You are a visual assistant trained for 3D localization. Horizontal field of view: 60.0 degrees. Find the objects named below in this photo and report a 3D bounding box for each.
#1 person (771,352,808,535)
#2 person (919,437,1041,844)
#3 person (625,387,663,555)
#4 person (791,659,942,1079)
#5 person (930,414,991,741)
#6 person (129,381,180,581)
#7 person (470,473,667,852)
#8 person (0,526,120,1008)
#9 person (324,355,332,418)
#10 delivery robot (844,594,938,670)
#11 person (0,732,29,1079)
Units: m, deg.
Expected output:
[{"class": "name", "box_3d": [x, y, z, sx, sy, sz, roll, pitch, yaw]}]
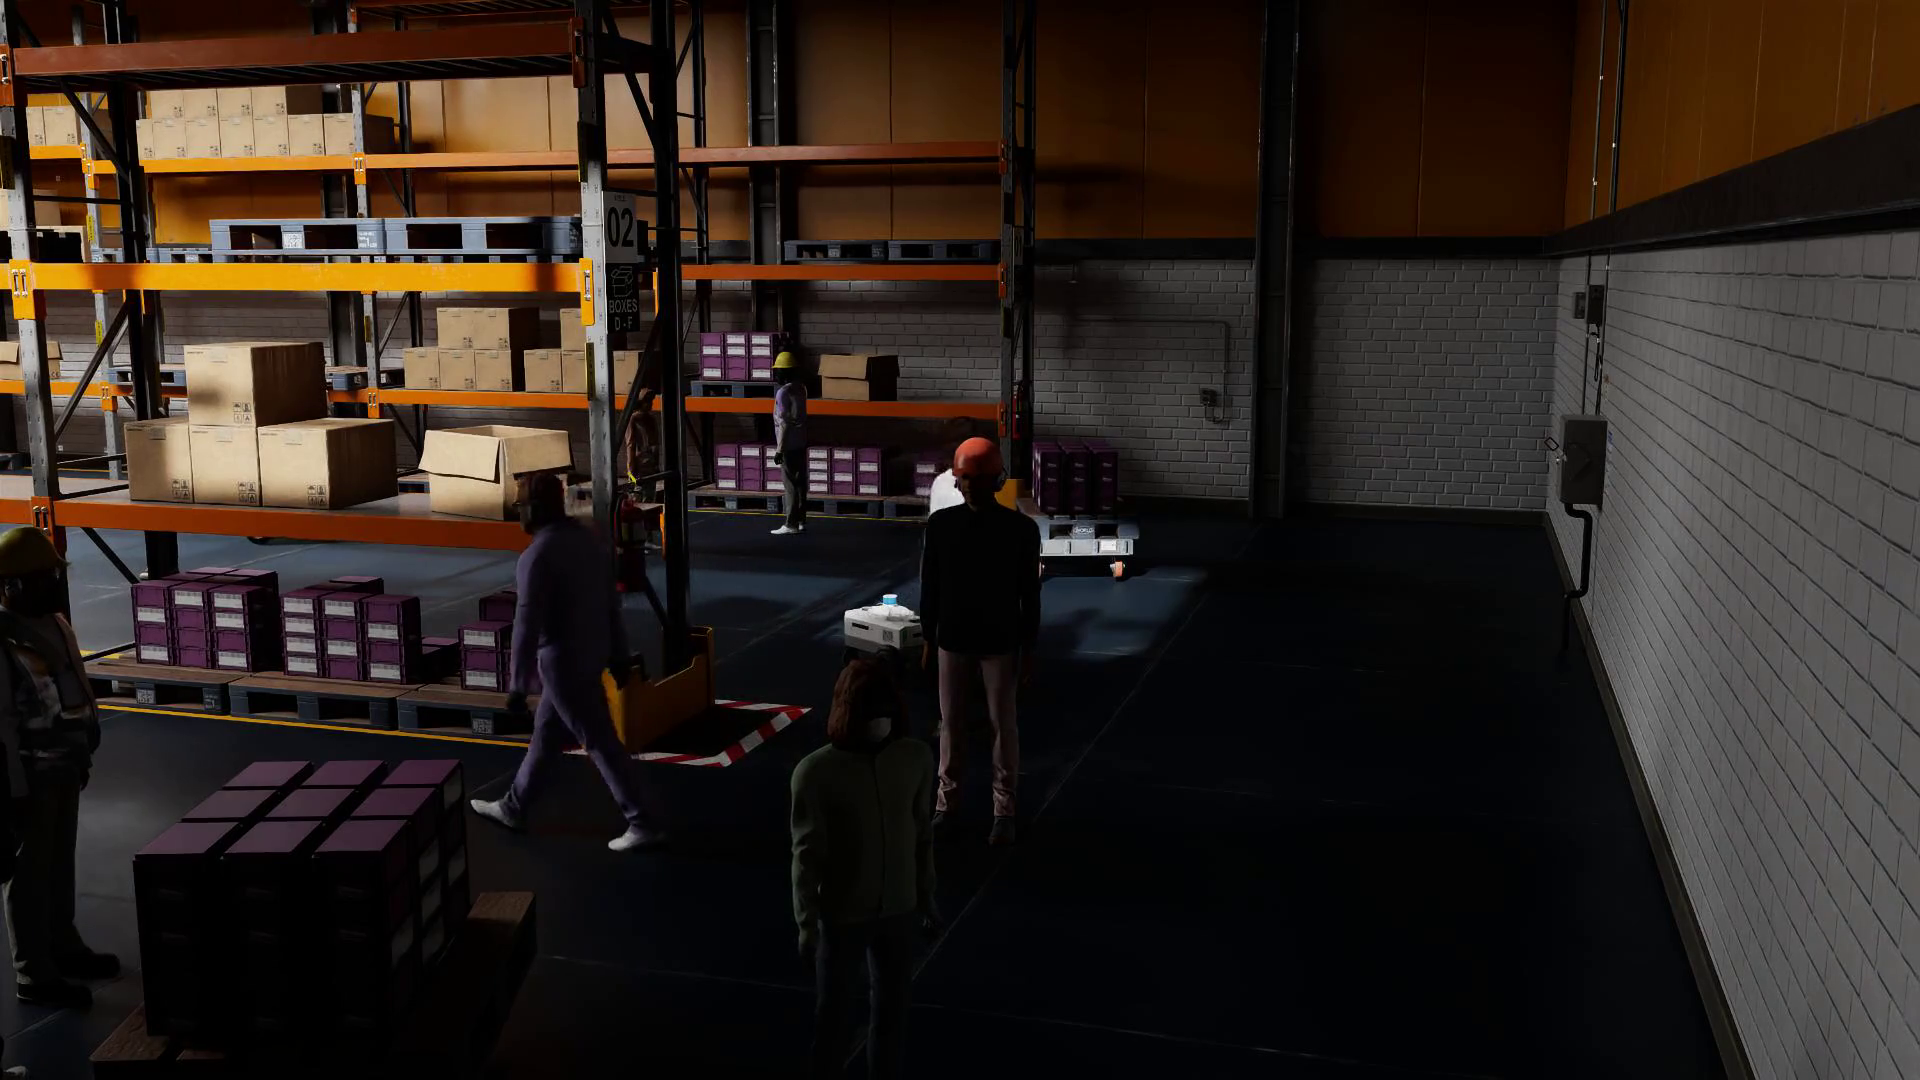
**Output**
[{"class": "person", "box_3d": [-1.802, -1.015, 17.512, 0.370, 1.927, 0.588, 2, 10, 15]}, {"class": "person", "box_3d": [0.089, 0.490, 8.126, 0.608, 1.995, 0.377, 3, 10, 16]}, {"class": "person", "box_3d": [-3.111, -0.683, 16.363, 0.311, 1.638, 0.523, 3, 10, 19]}, {"class": "person", "box_3d": [-0.283, 1.163, 5.125, 0.507, 1.632, 0.272, -6, 11, -34]}, {"class": "person", "box_3d": [0.059, 0.234, 9.829, 0.463, 1.944, 0.638, -3, 10, -18]}, {"class": "person", "box_3d": [-7.261, -0.560, 14.979, 0.333, 1.845, 0.514, -2, 10, -13]}, {"class": "person", "box_3d": [-1.905, 0.597, 7.984, 1.100, 1.839, 0.663, 2, 10, 12]}, {"class": "person", "box_3d": [-3.519, 0.855, 6.386, 0.404, 1.837, 0.590, -1, 9, -7]}, {"class": "person", "box_3d": [-7.536, -1.322, 19.510, 0.342, 1.882, 0.587, -3, 10, -17]}, {"class": "delivery robot", "box_3d": [-0.480, 0.618, 11.441, 0.477, 0.478, 0.707, -8, 12, -41]}, {"class": "person", "box_3d": [-3.409, 0.973, 5.420, 0.595, 1.918, 0.386, -2, 10, -13]}]
